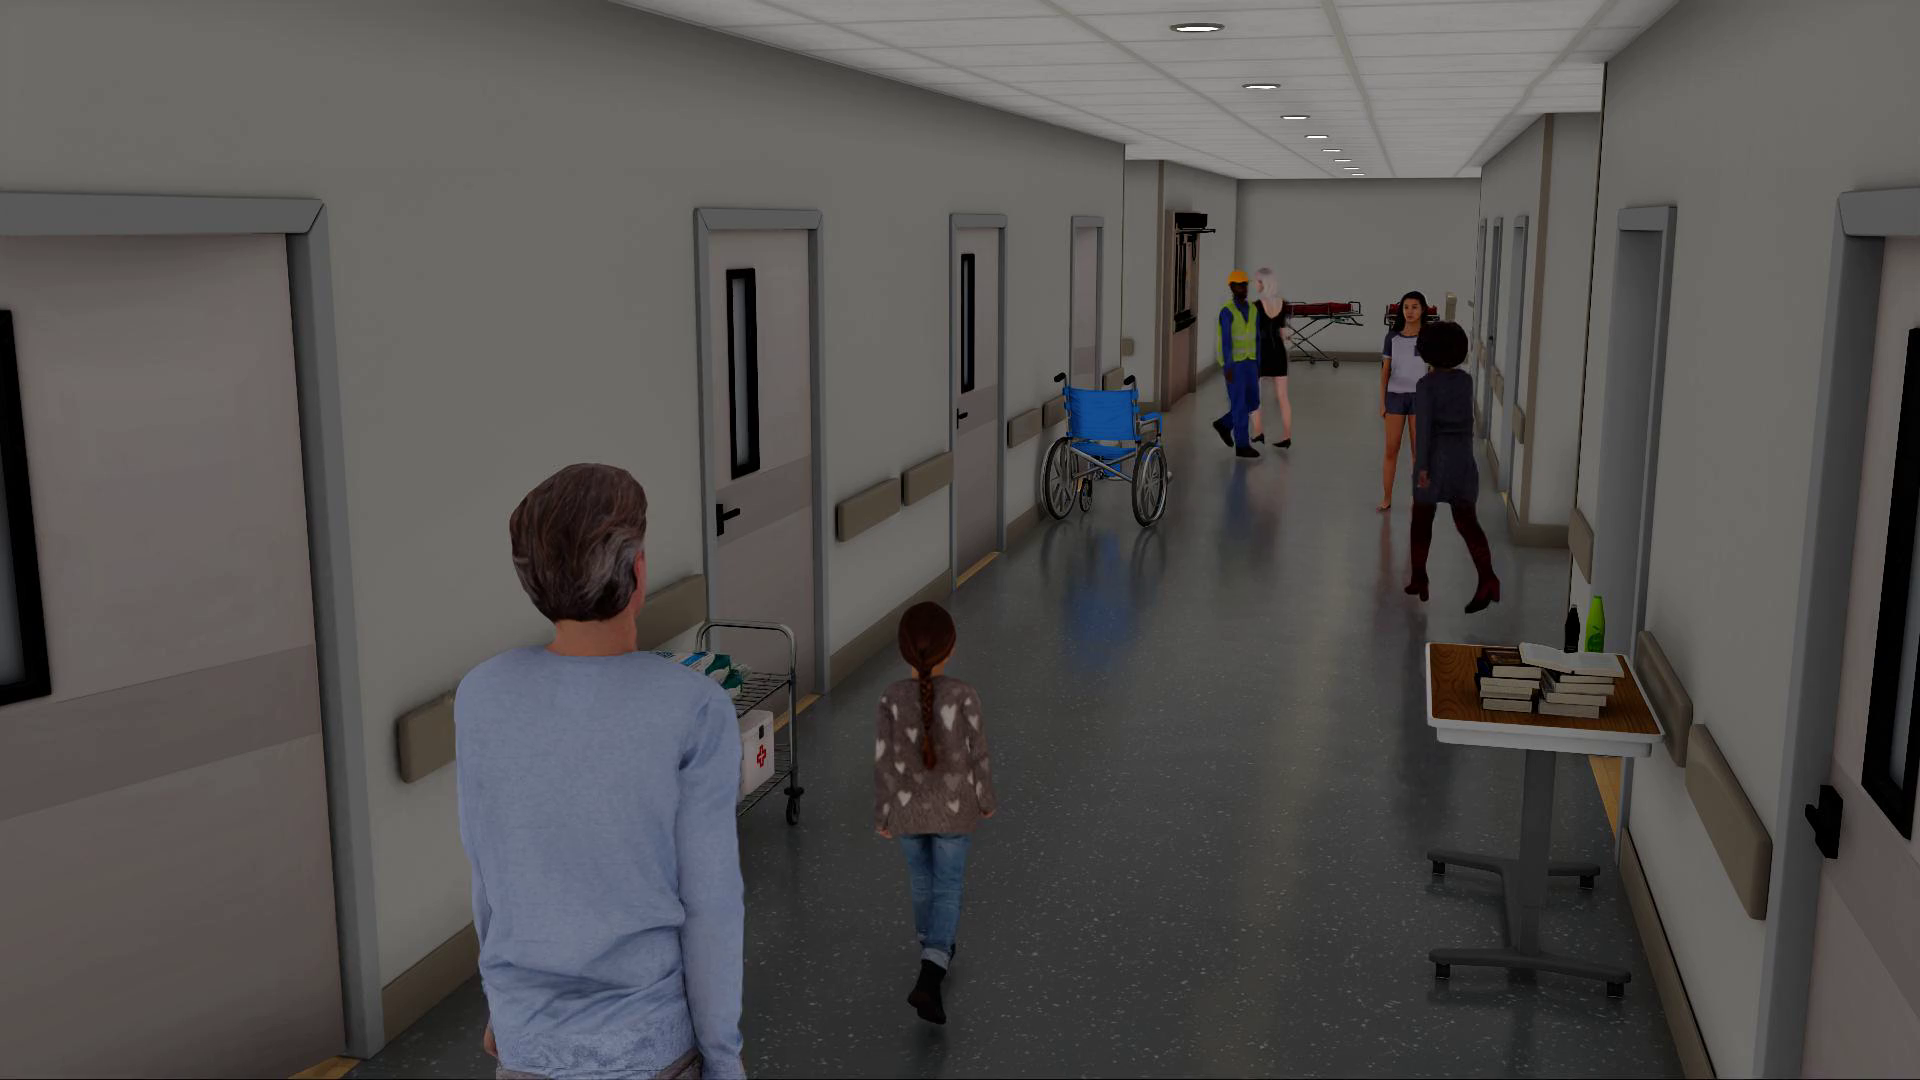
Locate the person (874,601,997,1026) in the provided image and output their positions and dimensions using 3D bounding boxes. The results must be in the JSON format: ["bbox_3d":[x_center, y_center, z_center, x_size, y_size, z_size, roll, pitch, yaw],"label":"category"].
[{"bbox_3d":[-0.084,0.782,4.745,0.505,1.177,0.823,3,11,13],"label":"person"}]

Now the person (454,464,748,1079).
[{"bbox_3d":[-0.578,0.835,2.573,0.670,1.882,0.732,2,11,10],"label":"person"}]

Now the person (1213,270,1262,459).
[{"bbox_3d":[2.686,-1.713,16.228,1.004,1.796,1.042,-9,14,-39],"label":"person"}]

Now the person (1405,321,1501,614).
[{"bbox_3d":[2.840,-0.373,9.534,0.958,1.659,1.188,-3,11,-17],"label":"person"}]

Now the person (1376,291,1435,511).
[{"bbox_3d":[3.540,-1.096,13.142,0.593,1.734,0.522,4,11,19],"label":"person"}]

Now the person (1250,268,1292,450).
[{"bbox_3d":[3.112,-1.797,16.643,0.735,1.808,0.794,-3,11,-16],"label":"person"}]
